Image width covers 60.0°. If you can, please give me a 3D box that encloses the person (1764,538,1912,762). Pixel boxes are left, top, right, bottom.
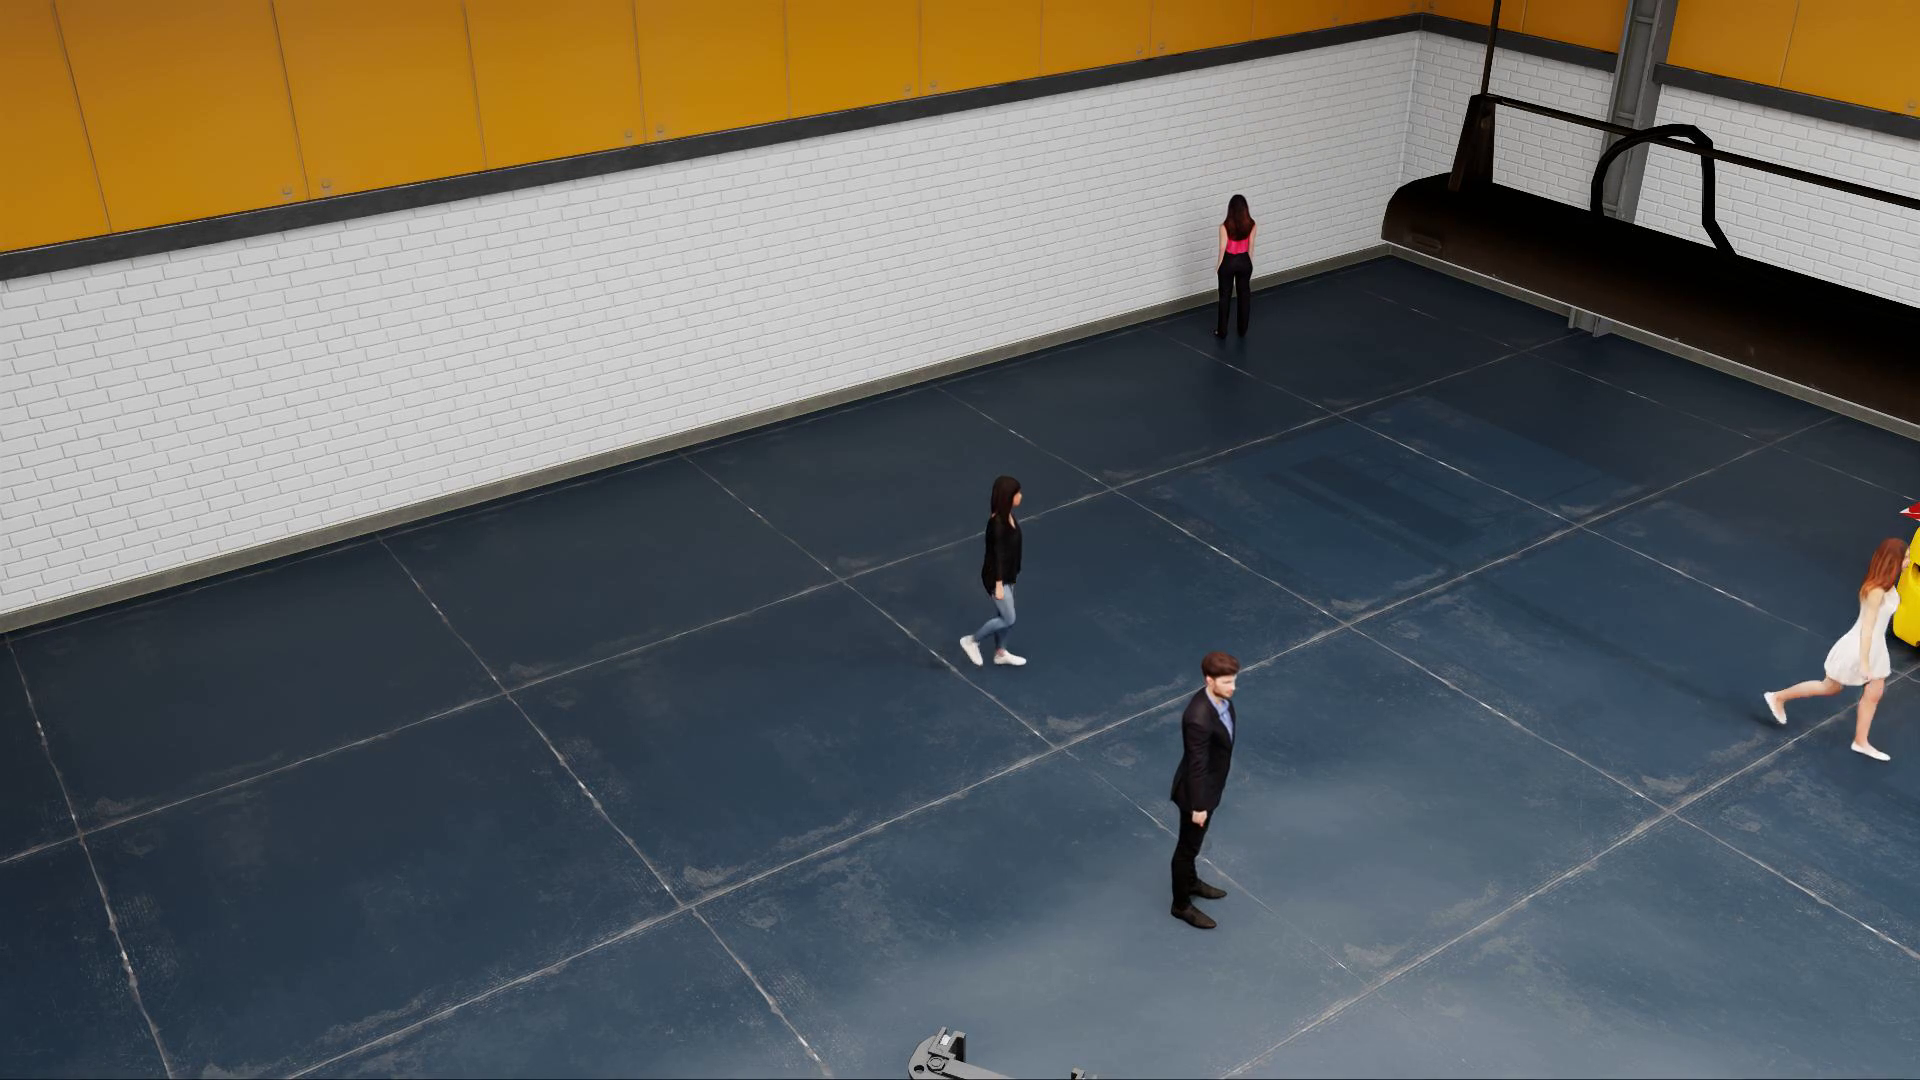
[{"bbox_3d":[6.263,0.736,11.746,0.684,1.681,1.146,-25,38,-38],"label":"person"}]

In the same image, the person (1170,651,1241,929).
[{"bbox_3d":[1.469,1.488,10.155,0.808,1.885,0.792,11,30,19],"label":"person"}]

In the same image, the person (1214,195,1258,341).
[{"bbox_3d":[3.108,-3.089,18.775,0.660,1.664,0.646,-5,29,-10],"label":"person"}]

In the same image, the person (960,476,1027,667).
[{"bbox_3d":[0.241,0.263,12.658,0.864,1.638,0.807,4,29,8],"label":"person"}]
